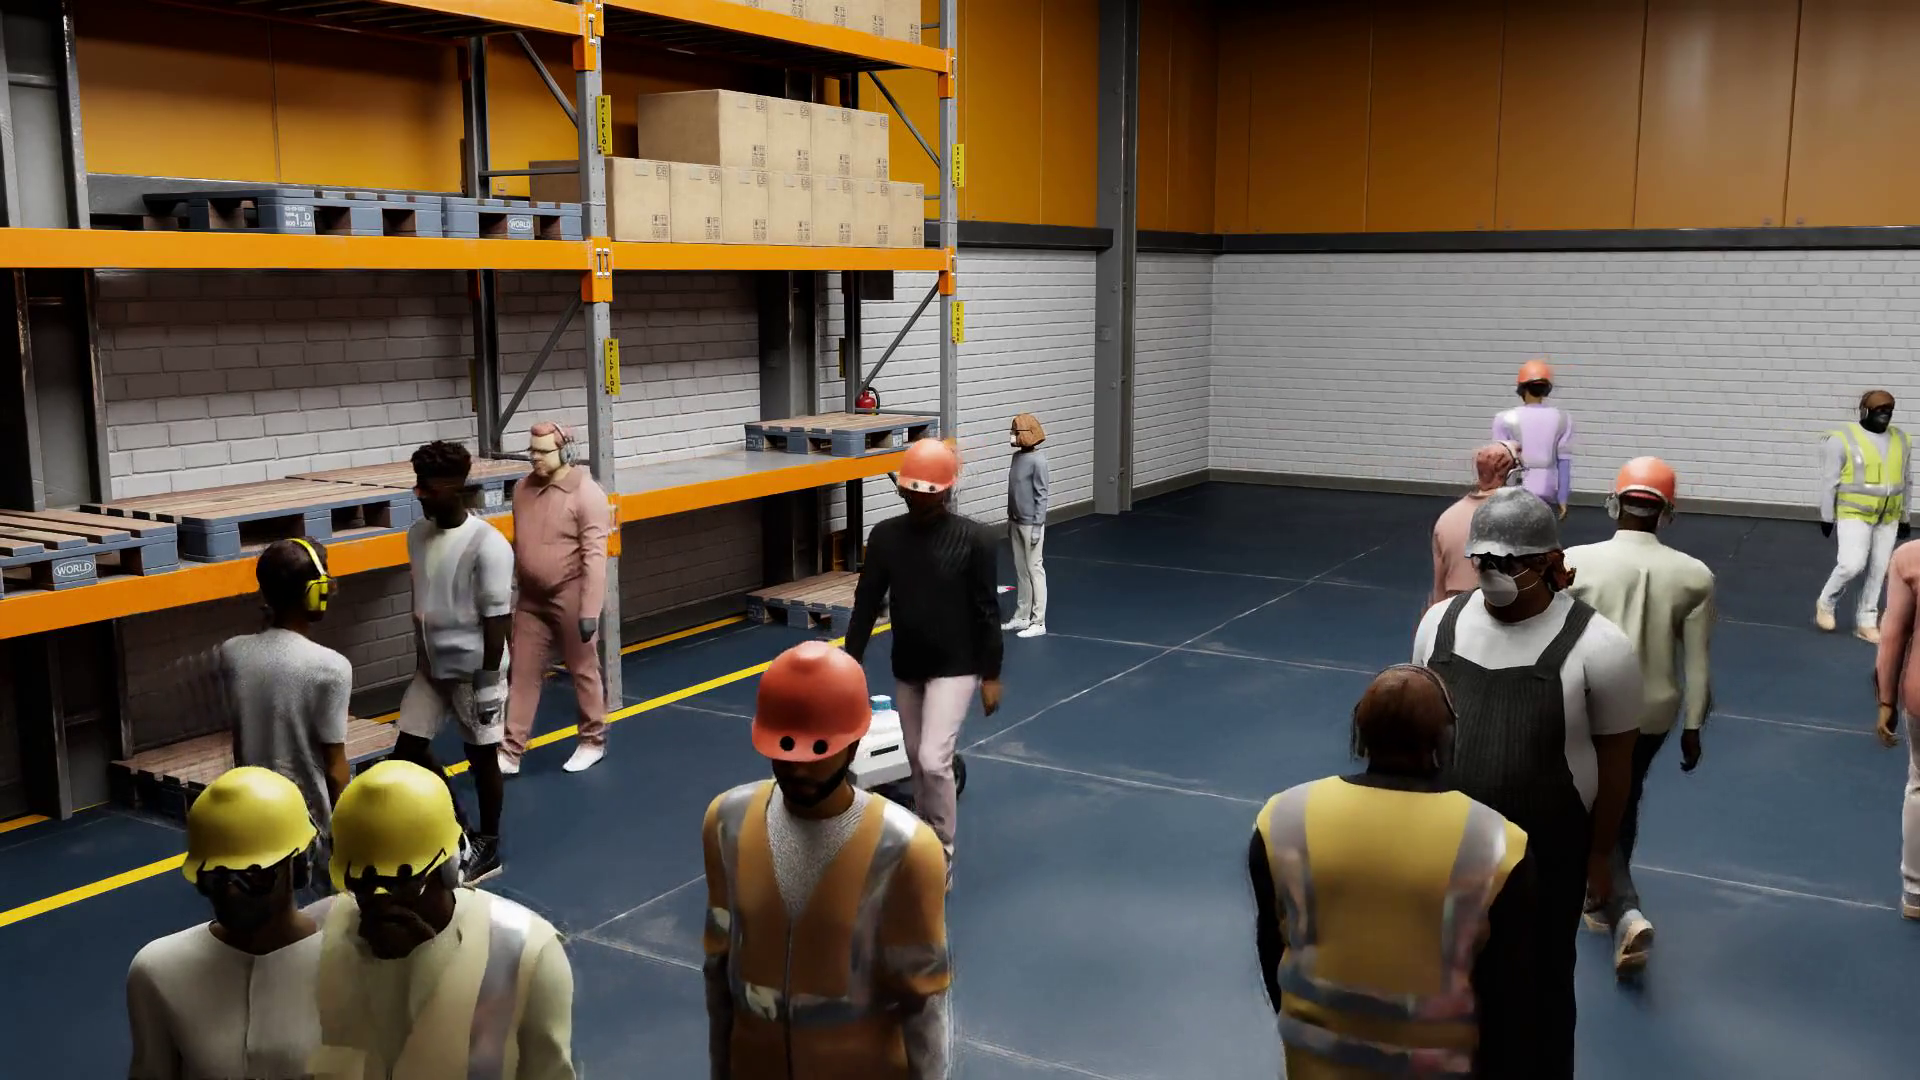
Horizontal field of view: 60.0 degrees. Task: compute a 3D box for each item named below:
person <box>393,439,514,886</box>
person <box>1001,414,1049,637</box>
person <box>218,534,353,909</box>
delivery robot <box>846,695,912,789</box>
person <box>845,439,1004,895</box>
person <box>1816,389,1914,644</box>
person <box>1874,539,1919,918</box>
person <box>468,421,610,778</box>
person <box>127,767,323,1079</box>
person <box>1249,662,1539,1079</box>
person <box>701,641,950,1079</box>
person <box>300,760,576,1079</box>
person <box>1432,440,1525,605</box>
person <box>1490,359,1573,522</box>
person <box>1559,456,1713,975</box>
[{"bbox_3d":[-2.178,0.542,7.104,0.645,1.949,0.464,6,11,33],"label":"person"},{"bbox_3d":[0.477,-0.110,12.176,0.284,1.633,0.497,-4,10,-24],"label":"person"},{"bbox_3d":[-2.053,0.907,5.179,0.518,1.851,0.493,2,9,15],"label":"person"},{"bbox_3d":[-0.392,1.014,8.226,0.707,0.478,0.477,-9,13,-43],"label":"delivery robot"},{"bbox_3d":[-0.193,0.557,6.979,0.658,1.967,0.643,6,11,33],"label":"person"},{"bbox_3d":[6.527,-0.172,11.968,0.630,1.831,0.444,-1,9,-6],"label":"person"},{"bbox_3d":[3.997,0.620,6.577,0.612,1.961,0.833,8,12,40],"label":"person"},{"bbox_3d":[-2.161,0.332,8.635,0.676,1.876,0.798,5,10,28],"label":"person"},{"bbox_3d":[-1.269,1.275,3.116,0.528,1.767,0.329,-1,9,-7],"label":"person"},{"bbox_3d":[0.952,1.167,3.686,0.624,1.805,0.807,4,10,24],"label":"person"},{"bbox_3d":[-0.322,1.158,3.350,0.578,1.920,0.653,3,10,17],"label":"person"},{"bbox_3d":[-1.026,1.249,3.225,0.608,1.790,0.907,-1,9,-3],"label":"person"},{"bbox_3d":[2.393,0.483,7.665,0.684,1.890,0.650,-4,10,-23],"label":"person"},{"bbox_3d":[4.352,-0.377,12.705,0.619,2.005,1.003,-1,9,-4],"label":"person"},{"bbox_3d":[2.560,0.655,6.405,0.619,1.956,0.846,0,9,3],"label":"person"}]
